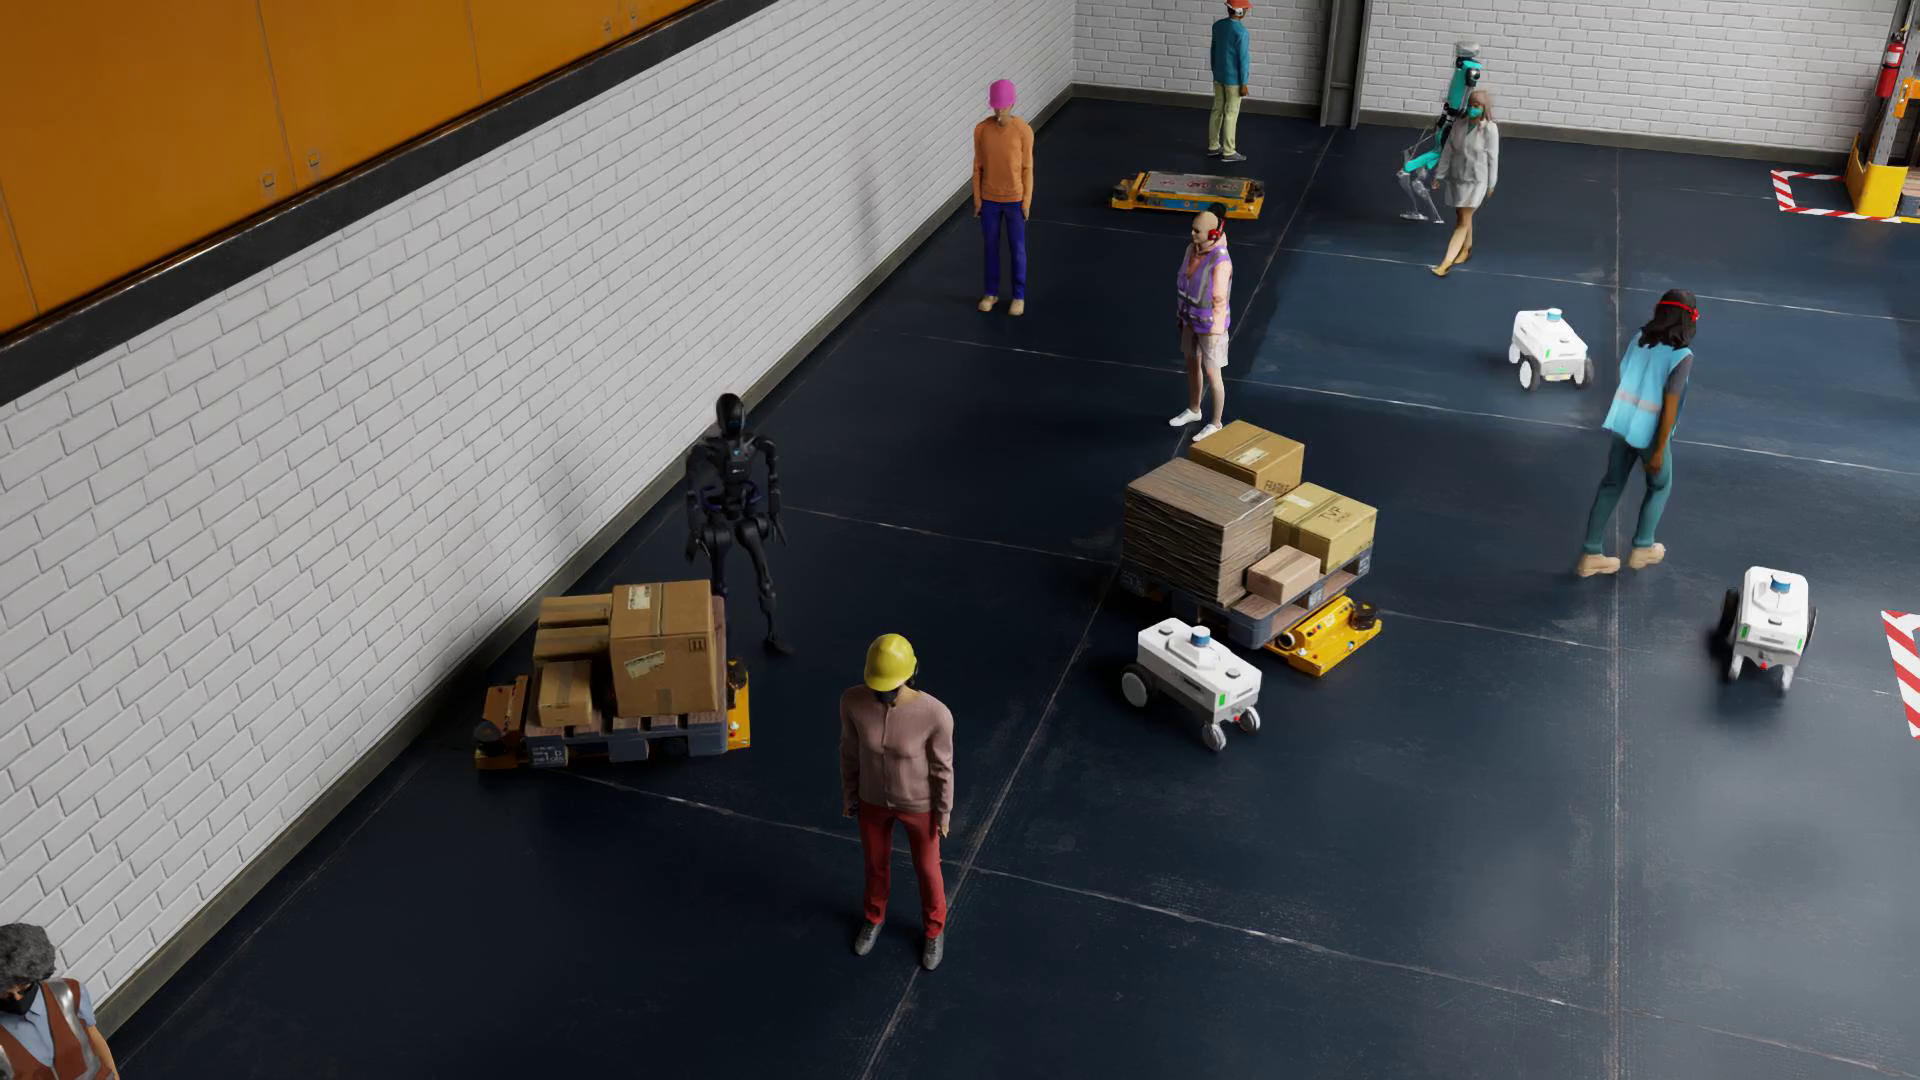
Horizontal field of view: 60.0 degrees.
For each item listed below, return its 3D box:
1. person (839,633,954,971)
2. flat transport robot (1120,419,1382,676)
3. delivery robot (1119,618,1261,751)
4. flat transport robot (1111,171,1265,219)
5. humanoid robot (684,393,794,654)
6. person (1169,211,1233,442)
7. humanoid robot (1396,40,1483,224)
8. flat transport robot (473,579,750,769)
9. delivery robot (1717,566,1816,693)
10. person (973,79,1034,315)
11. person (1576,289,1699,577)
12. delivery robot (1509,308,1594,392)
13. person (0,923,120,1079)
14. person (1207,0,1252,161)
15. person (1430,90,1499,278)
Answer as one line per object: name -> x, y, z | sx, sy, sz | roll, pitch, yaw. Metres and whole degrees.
person -> -0.277, 1.140, 7.220 | 0.520, 1.759, 0.346 | 9, 32, 15
flat transport robot -> 1.752, 0.345, 10.038 | 1.431, 0.231, 0.659 | 26, 39, 37
delivery robot -> 1.273, 0.738, 9.106 | 0.499, 0.614, 0.791 | -21, 36, -32
flat transport robot -> 2.258, -3.406, 16.419 | 1.431, 0.231, 0.659 | 7, 31, 13
humanoid robot -> -1.272, -0.094, 9.413 | 0.589, 1.630, 0.597 | -13, 33, -21
person -> 1.725, -1.525, 11.823 | 0.353, 1.685, 0.486 | -15, 34, -24
humanoid robot -> 4.405, -3.768, 15.598 | 0.819, 1.785, 0.535 | 1, 30, 2
flat transport robot -> -1.871, 0.931, 9.041 | 1.431, 0.231, 0.659 | -4, 31, -6
delivery robot -> 4.654, 0.463, 9.557 | 0.499, 0.595, 0.781 | 13, 33, 21
person -> 0.350, -2.834, 13.772 | 0.508, 1.976, 0.405 | 7, 31, 12
person -> 4.196, -0.642, 10.185 | 0.760, 1.819, 0.552 | -13, 33, -22
delivery robot -> 4.561, -1.484, 12.883 | 0.499, 0.611, 0.814 | -2, 31, -3
person -> -3.130, 2.011, 5.799 | 0.299, 1.688, 0.454 | 23, 38, 34
person -> 2.846, -4.869, 17.442 | 0.331, 1.749, 0.572 | -16, 34, -25
person -> 4.403, -3.129, 14.610 | 0.880, 1.616, 0.484 | -23, 38, -34
